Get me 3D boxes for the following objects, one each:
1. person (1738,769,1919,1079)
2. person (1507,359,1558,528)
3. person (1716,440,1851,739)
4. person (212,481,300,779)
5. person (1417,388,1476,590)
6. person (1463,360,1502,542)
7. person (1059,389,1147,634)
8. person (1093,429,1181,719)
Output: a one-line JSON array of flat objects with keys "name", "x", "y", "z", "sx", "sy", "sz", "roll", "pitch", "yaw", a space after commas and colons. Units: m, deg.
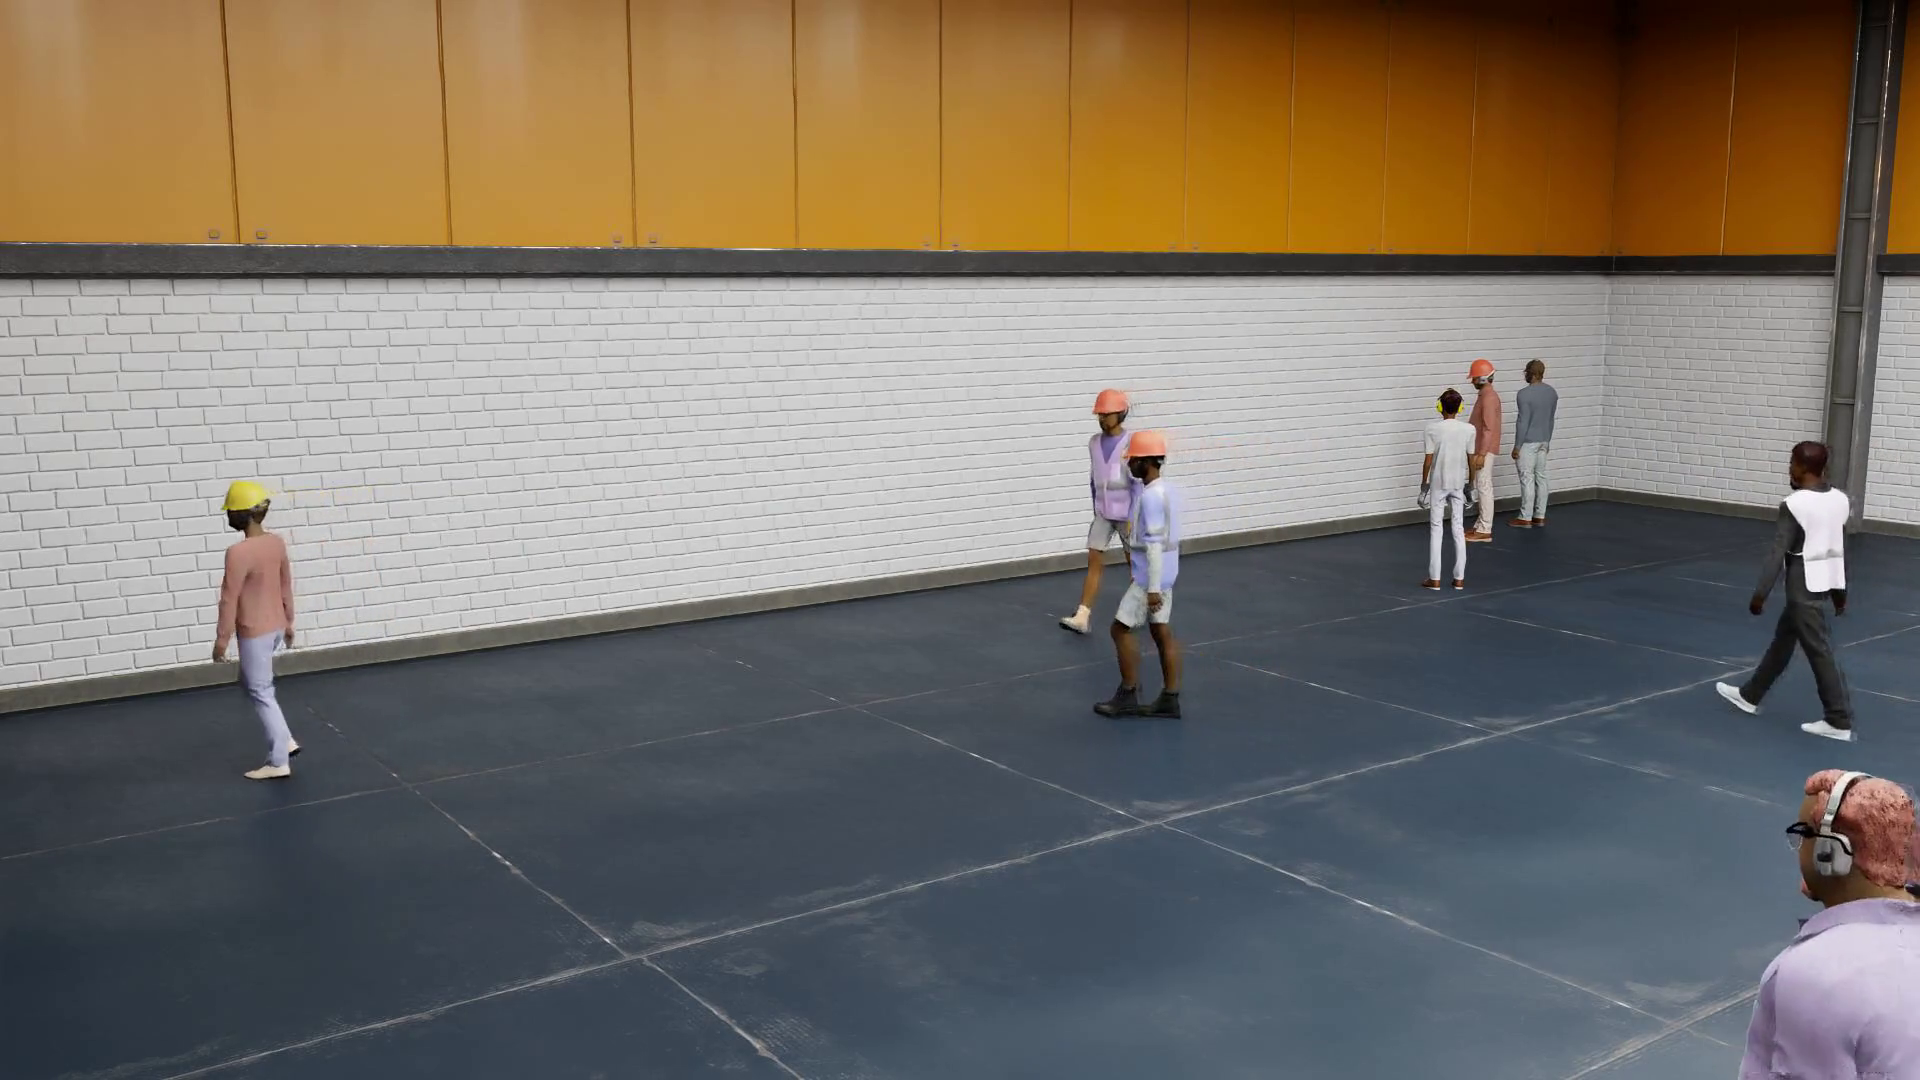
[{"name": "person", "x": 1.901, "y": 1.434, "z": 3.612, "sx": 0.662, "sy": 1.885, "sz": 0.450, "roll": -6, "pitch": 11, "yaw": -35}, {"name": "person", "x": 6.571, "y": -1.104, "z": 19.104, "sx": 0.636, "sy": 1.938, "sz": 0.358, "roll": -6, "pitch": 11, "yaw": -35}, {"name": "person", "x": 5.363, "y": 0.292, "z": 10.707, "sx": 0.618, "sy": 1.863, "sz": 0.987, "roll": -6, "pitch": 11, "yaw": -33}, {"name": "person", "x": -4.070, "y": 0.531, "z": 9.593, "sx": 0.391, "sy": 1.753, "sz": 0.532, "roll": 0, "pitch": 9, "yaw": 3}, {"name": "person", "x": 4.501, "y": -0.467, "z": 15.396, "sx": 0.534, "sy": 1.868, "sz": 0.309, "roll": 0, "pitch": 9, "yaw": -3}, {"name": "person", "x": 5.692, "y": -0.973, "z": 18.158, "sx": 0.393, "sy": 1.985, "sz": 0.611, "roll": 3, "pitch": 10, "yaw": 16}, {"name": "person", "x": 1.244, "y": -0.229, "z": 13.559, "sx": 0.631, "sy": 1.987, "sz": 1.045, "roll": 8, "pitch": 12, "yaw": 41}, {"name": "person", "x": 1.155, "y": 0.232, "z": 10.925, "sx": 0.707, "sy": 1.914, "sz": 0.582, "roll": 3, "pitch": 10, "yaw": 17}]
